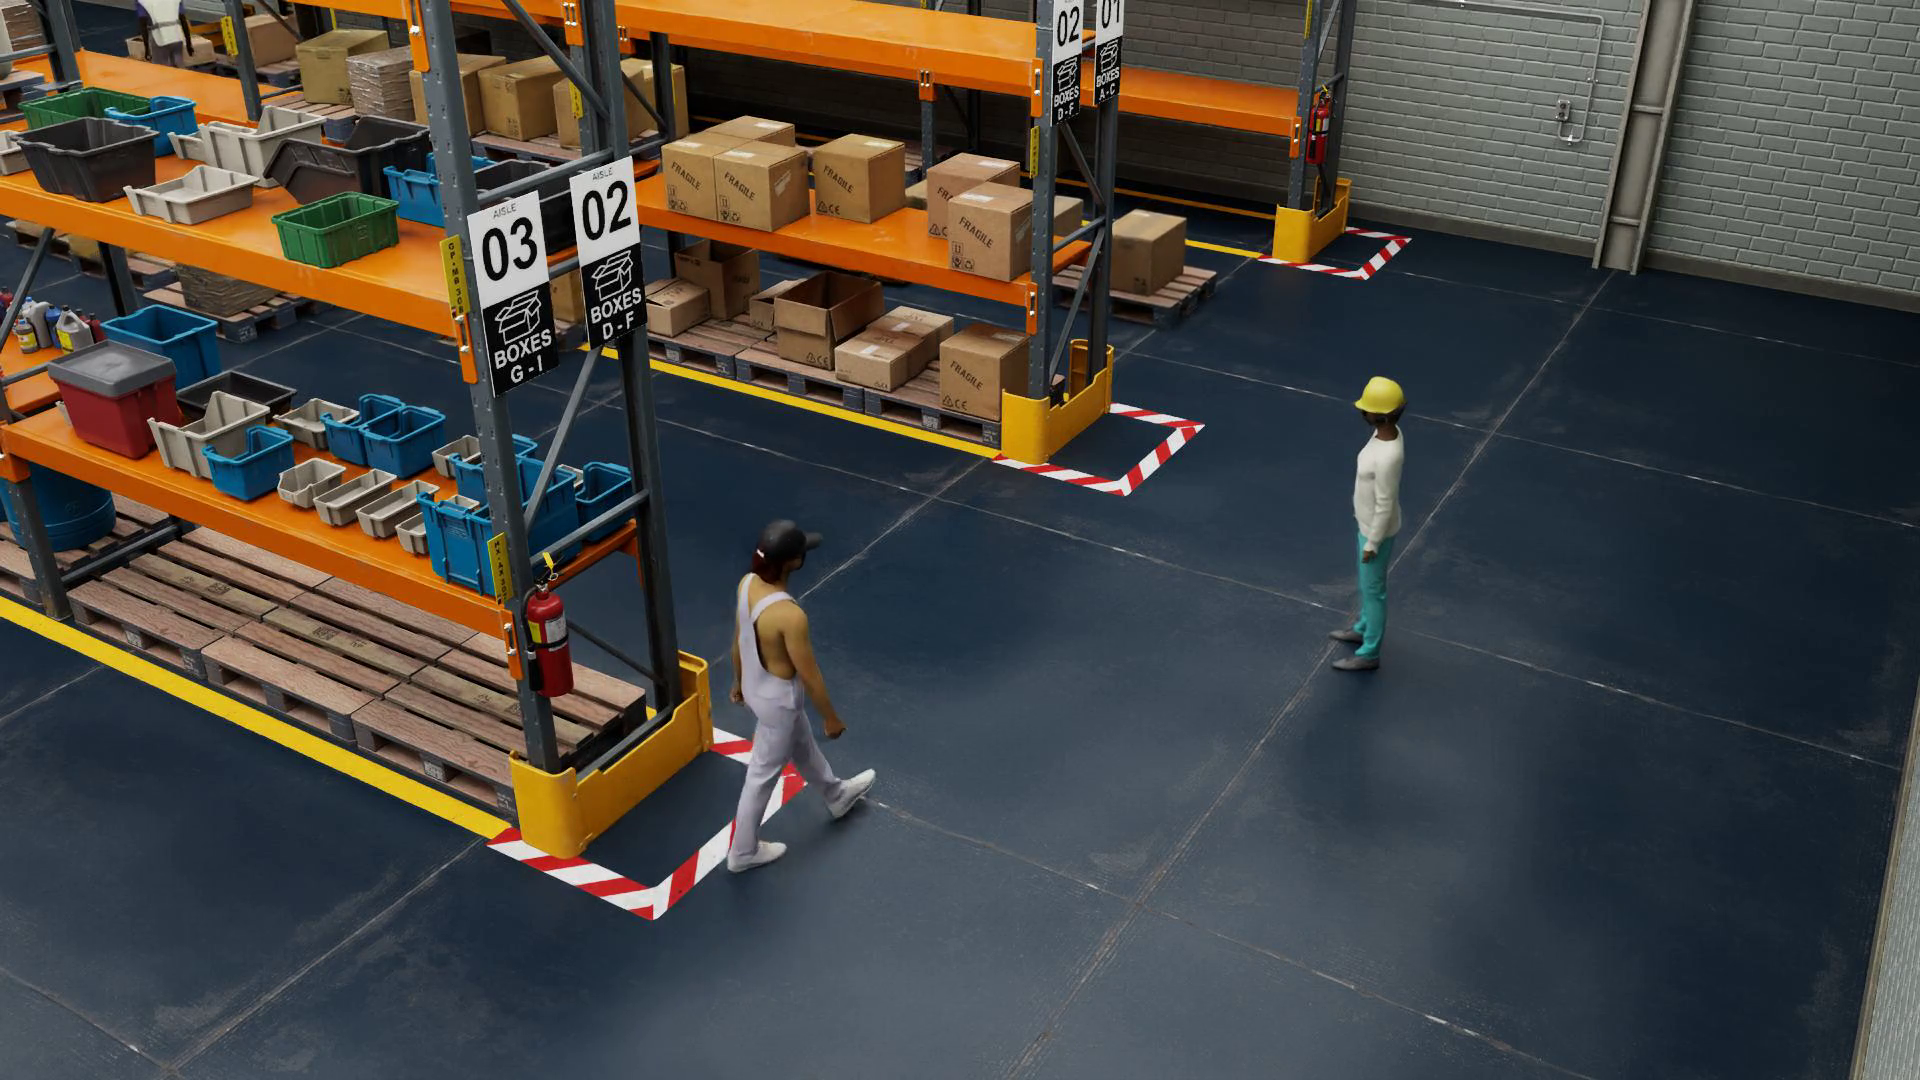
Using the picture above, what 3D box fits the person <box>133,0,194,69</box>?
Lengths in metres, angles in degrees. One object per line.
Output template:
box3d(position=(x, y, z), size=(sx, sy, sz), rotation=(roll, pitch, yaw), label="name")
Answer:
box3d(position=(-9.266, -5.794, 19.440), size=(0.474, 1.814, 0.598), rotation=(22, 36, 34), label="person")

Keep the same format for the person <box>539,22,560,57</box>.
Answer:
box3d(position=(-4.172, -4.475, 17.195), size=(0.318, 1.696, 0.534), rotation=(-3, 29, -5), label="person")

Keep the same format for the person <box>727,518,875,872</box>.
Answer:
box3d(position=(-0.752, 0.701, 7.779), size=(0.938, 1.814, 0.553), rotation=(-17, 34, -28), label="person")

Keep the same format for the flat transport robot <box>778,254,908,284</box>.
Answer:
box3d(position=(-0.930, -2.663, 15.412), size=(1.431, 0.231, 0.659), rotation=(17, 34, 28), label="flat transport robot")

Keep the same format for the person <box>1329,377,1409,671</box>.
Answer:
box3d(position=(2.283, -0.082, 9.246), size=(0.326, 1.763, 0.523), rotation=(6, 30, 10), label="person")
